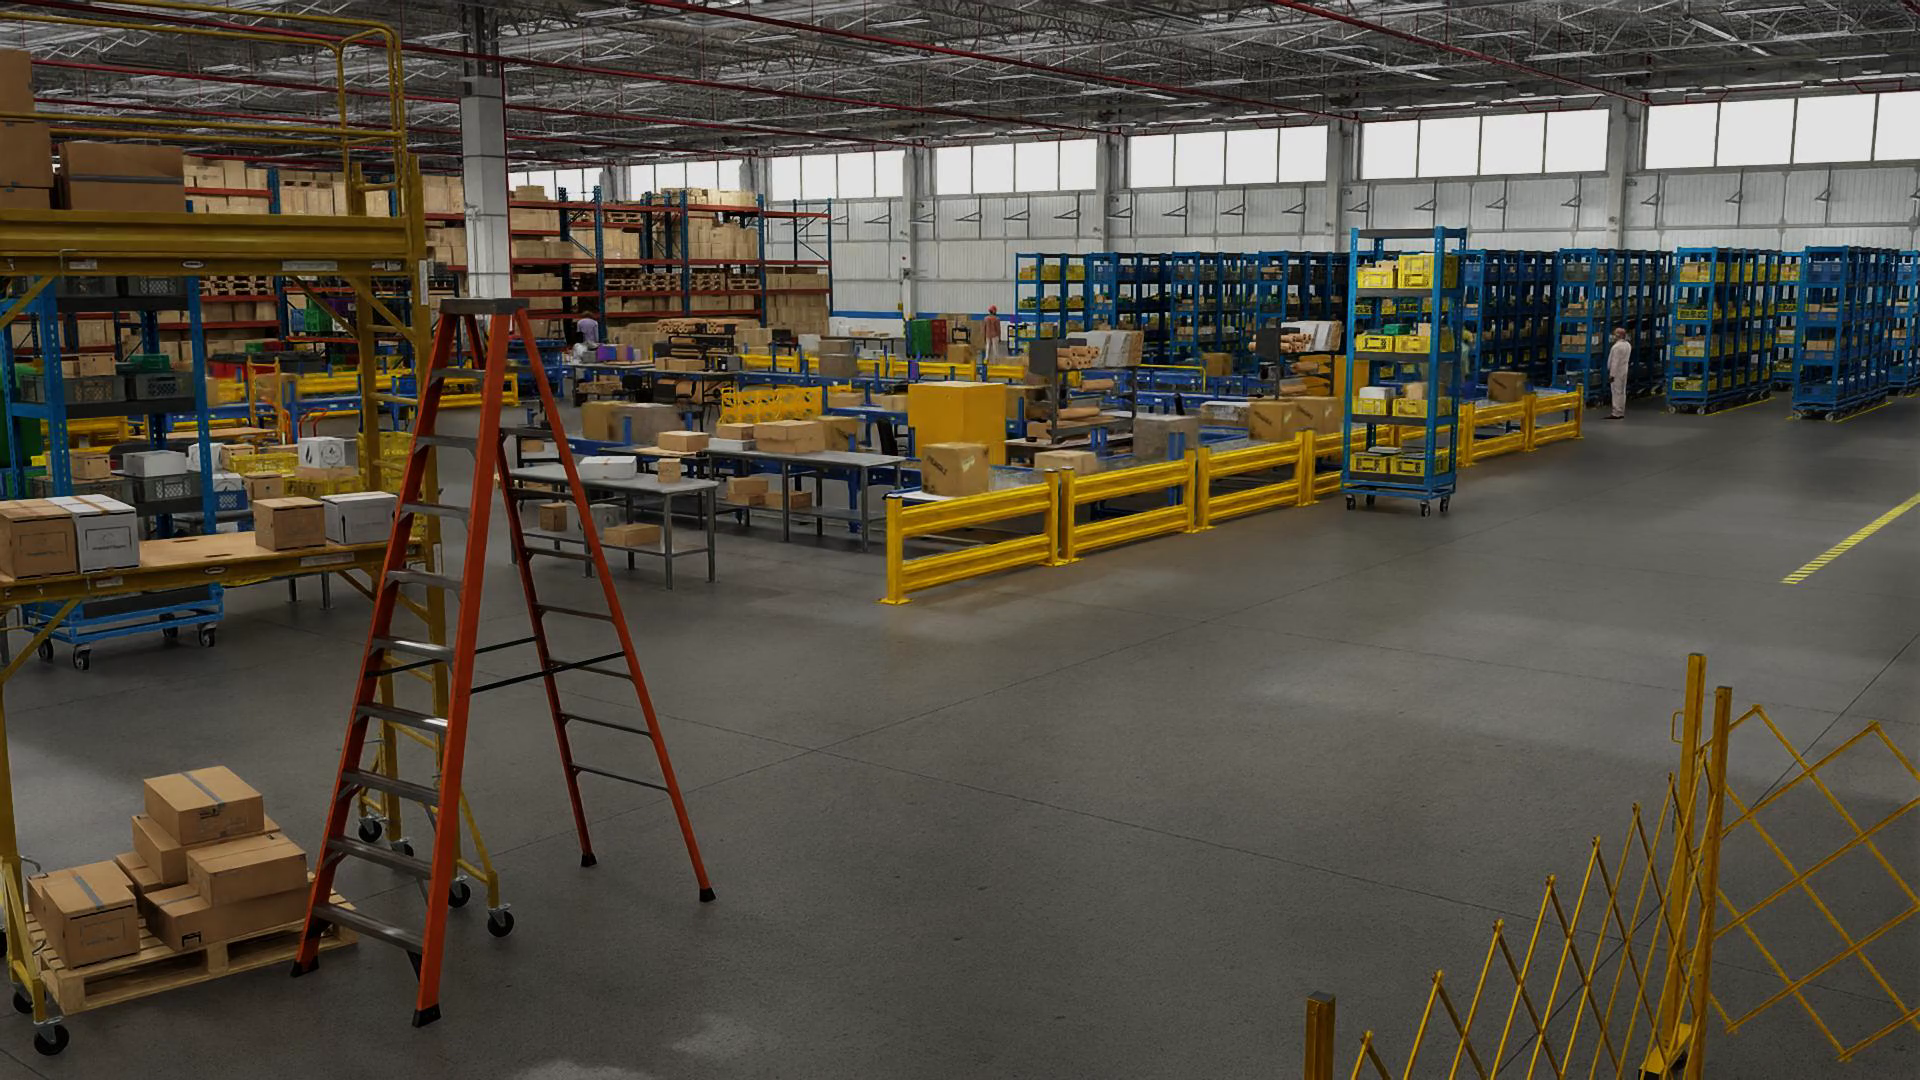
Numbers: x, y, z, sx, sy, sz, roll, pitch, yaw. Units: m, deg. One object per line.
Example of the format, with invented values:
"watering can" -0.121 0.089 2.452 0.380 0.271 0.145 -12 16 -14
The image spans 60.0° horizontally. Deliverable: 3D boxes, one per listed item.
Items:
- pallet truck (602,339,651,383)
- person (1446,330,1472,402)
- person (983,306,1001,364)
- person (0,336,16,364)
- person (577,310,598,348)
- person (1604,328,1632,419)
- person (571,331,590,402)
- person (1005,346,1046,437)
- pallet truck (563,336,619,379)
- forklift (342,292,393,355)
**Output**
"pallet truck" -8.991 -4.871 45.351 0.653 1.274 1.630 7 11 37
"person" 11.114 -3.805 37.226 0.407 1.784 0.707 -6 11 -31
"person" 1.060 -6.633 54.218 0.633 1.989 0.397 5 10 29
"person" -21.783 -3.946 37.747 0.672 1.886 0.576 -8 12 -40
"person" -11.331 -6.037 50.688 0.624 1.931 0.377 -1 9 -7
"person" 13.717 -3.467 34.703 0.411 1.908 0.643 8 12 42
"person" -8.873 -4.010 38.745 0.429 1.697 0.675 -3 9 -15
"person" 1.333 -2.690 30.449 0.951 1.722 0.518 2 9 13
"pallet truck" -10.690 -5.294 48.215 1.601 1.201 0.680 -5 10 -26
"forklift" -16.485 -5.622 45.120 1.129 2.768 1.873 7 11 37
